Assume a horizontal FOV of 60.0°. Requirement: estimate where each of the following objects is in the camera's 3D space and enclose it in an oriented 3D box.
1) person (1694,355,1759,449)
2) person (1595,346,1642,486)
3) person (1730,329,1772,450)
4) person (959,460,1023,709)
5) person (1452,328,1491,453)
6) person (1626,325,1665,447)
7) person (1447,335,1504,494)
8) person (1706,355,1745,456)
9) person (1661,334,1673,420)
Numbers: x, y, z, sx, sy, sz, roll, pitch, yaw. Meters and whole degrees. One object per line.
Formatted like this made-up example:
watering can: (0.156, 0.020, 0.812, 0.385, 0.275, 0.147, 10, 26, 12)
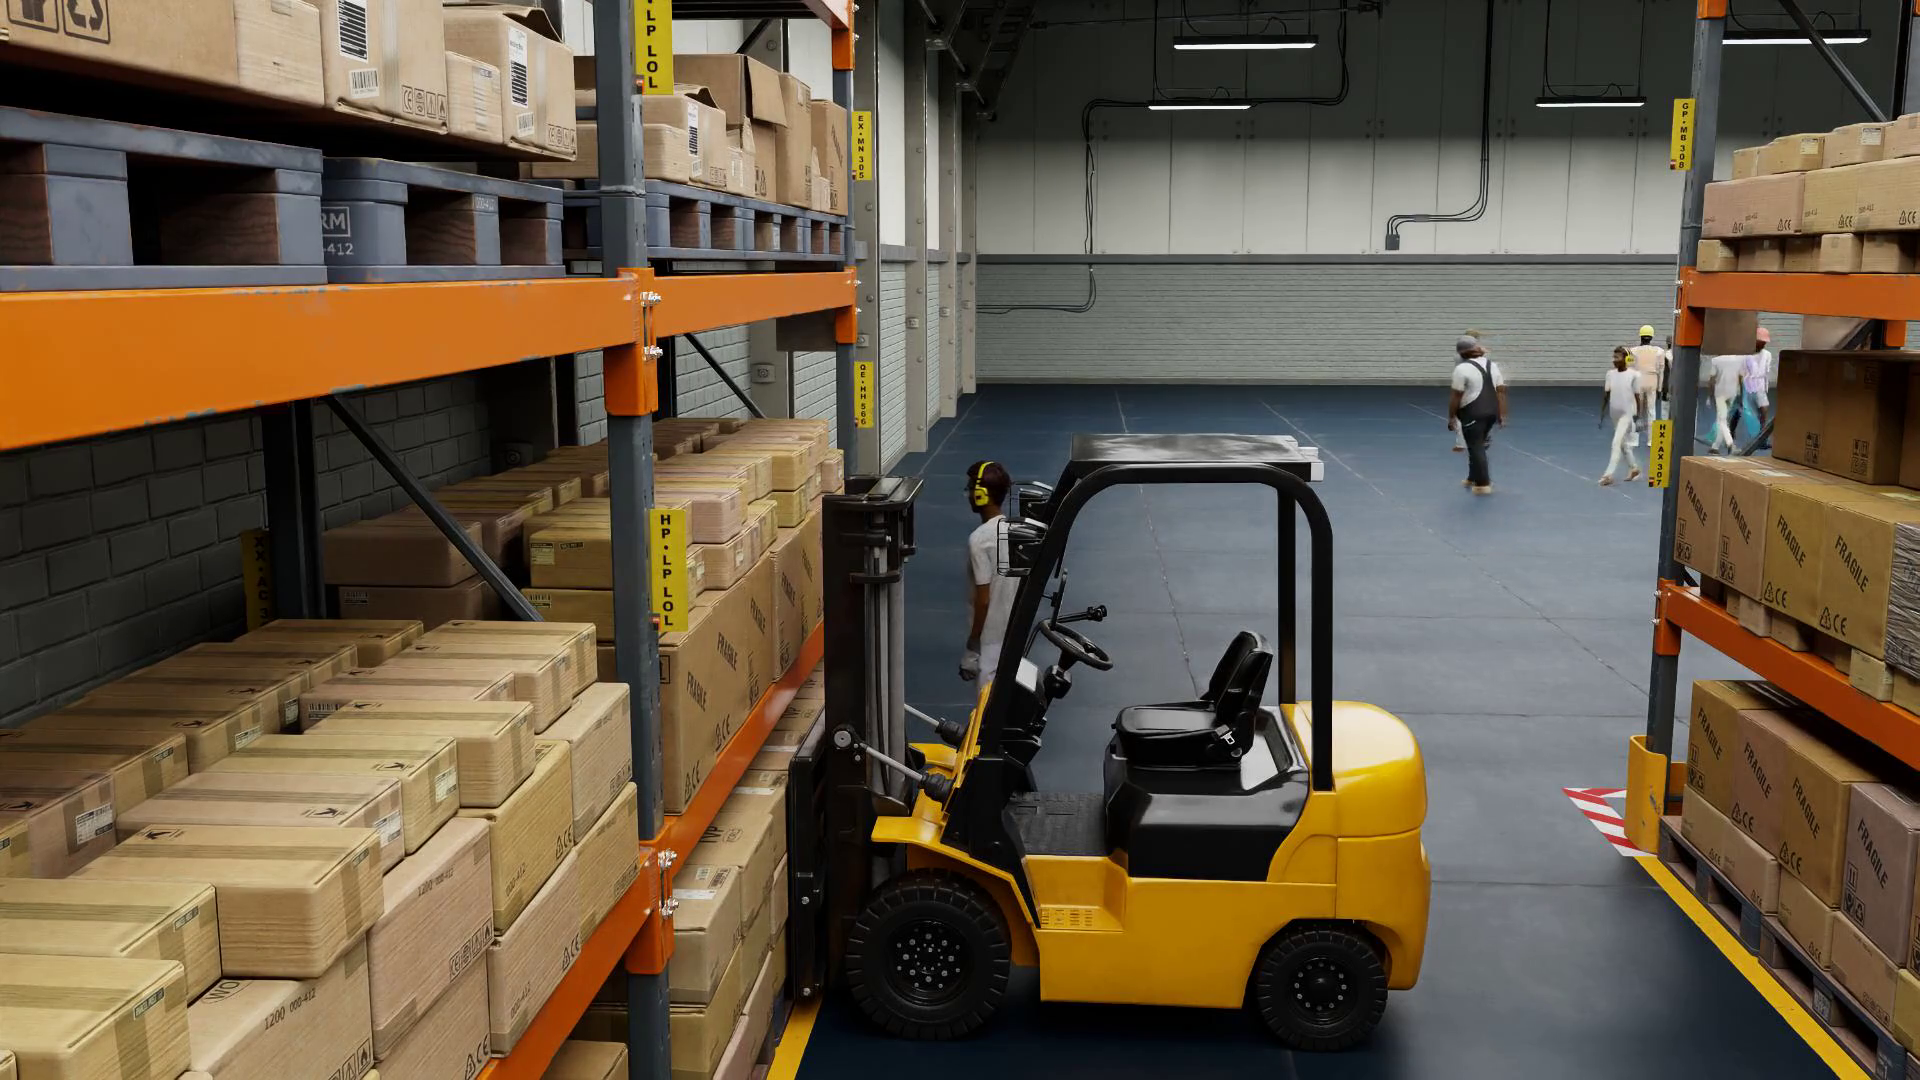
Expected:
person: (12.133, -2.323, 26.114, 1.008, 1.770, 0.585, 4, 10, 23)
person: (8.709, -1.639, 21.855, 0.972, 1.827, 0.534, -5, 11, -30)
person: (12.399, -2.342, 25.916, 0.605, 1.876, 0.973, -1, 9, -6)
person: (0.157, 0.528, 8.627, 0.417, 1.877, 0.550, 5, 11, 27)
person: (7.781, -2.261, 25.287, 0.642, 1.927, 0.643, -3, 10, -18)
person: (10.780, -2.419, 26.239, 0.589, 1.928, 0.385, 1, 9, 6)
person: (6.480, -1.606, 20.973, 0.702, 2.000, 0.796, -6, 11, -31)
person: (11.461, -2.140, 24.861, 0.549, 1.829, 0.924, 0, 9, -2)
person: (11.541, -2.421, 26.729, 0.629, 1.786, 0.988, 0, 9, -2)
